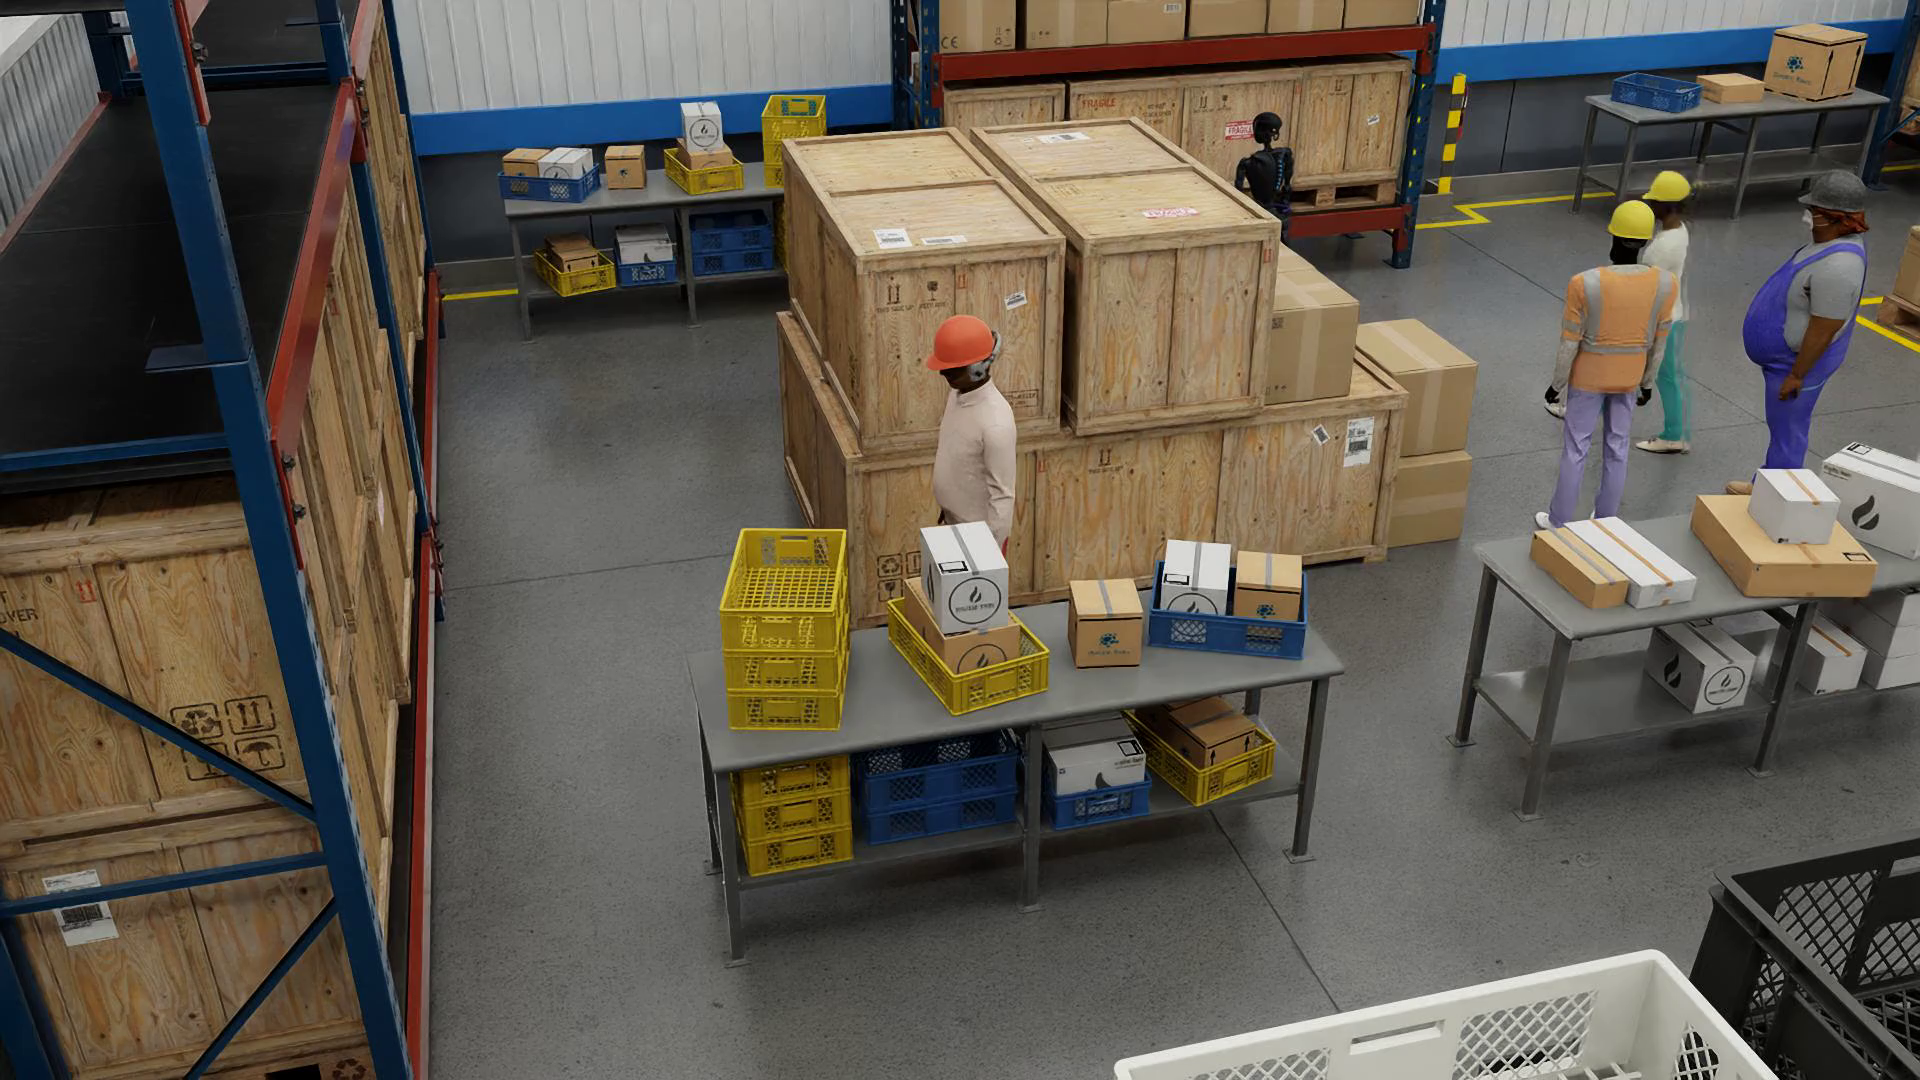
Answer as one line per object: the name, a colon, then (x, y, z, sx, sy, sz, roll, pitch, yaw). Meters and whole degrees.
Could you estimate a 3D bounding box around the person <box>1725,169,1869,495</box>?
person: (4.584, -1.041, 9.171, 0.536, 2.000, 0.674, 13, 32, 23)

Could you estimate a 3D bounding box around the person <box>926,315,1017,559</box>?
person: (0.046, -0.080, 7.484, 0.390, 1.985, 0.610, -9, 30, -17)

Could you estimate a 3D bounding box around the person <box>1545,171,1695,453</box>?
person: (4.119, -1.373, 10.093, 0.884, 1.722, 0.538, 11, 31, 19)

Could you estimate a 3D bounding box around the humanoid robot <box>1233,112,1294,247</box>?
humanoid robot: (2.077, -2.140, 11.534, 0.564, 1.654, 0.319, -17, 33, -28)

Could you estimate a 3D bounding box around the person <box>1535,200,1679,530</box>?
person: (3.486, -0.891, 9.014, 0.585, 1.928, 0.367, 0, 29, 0)
